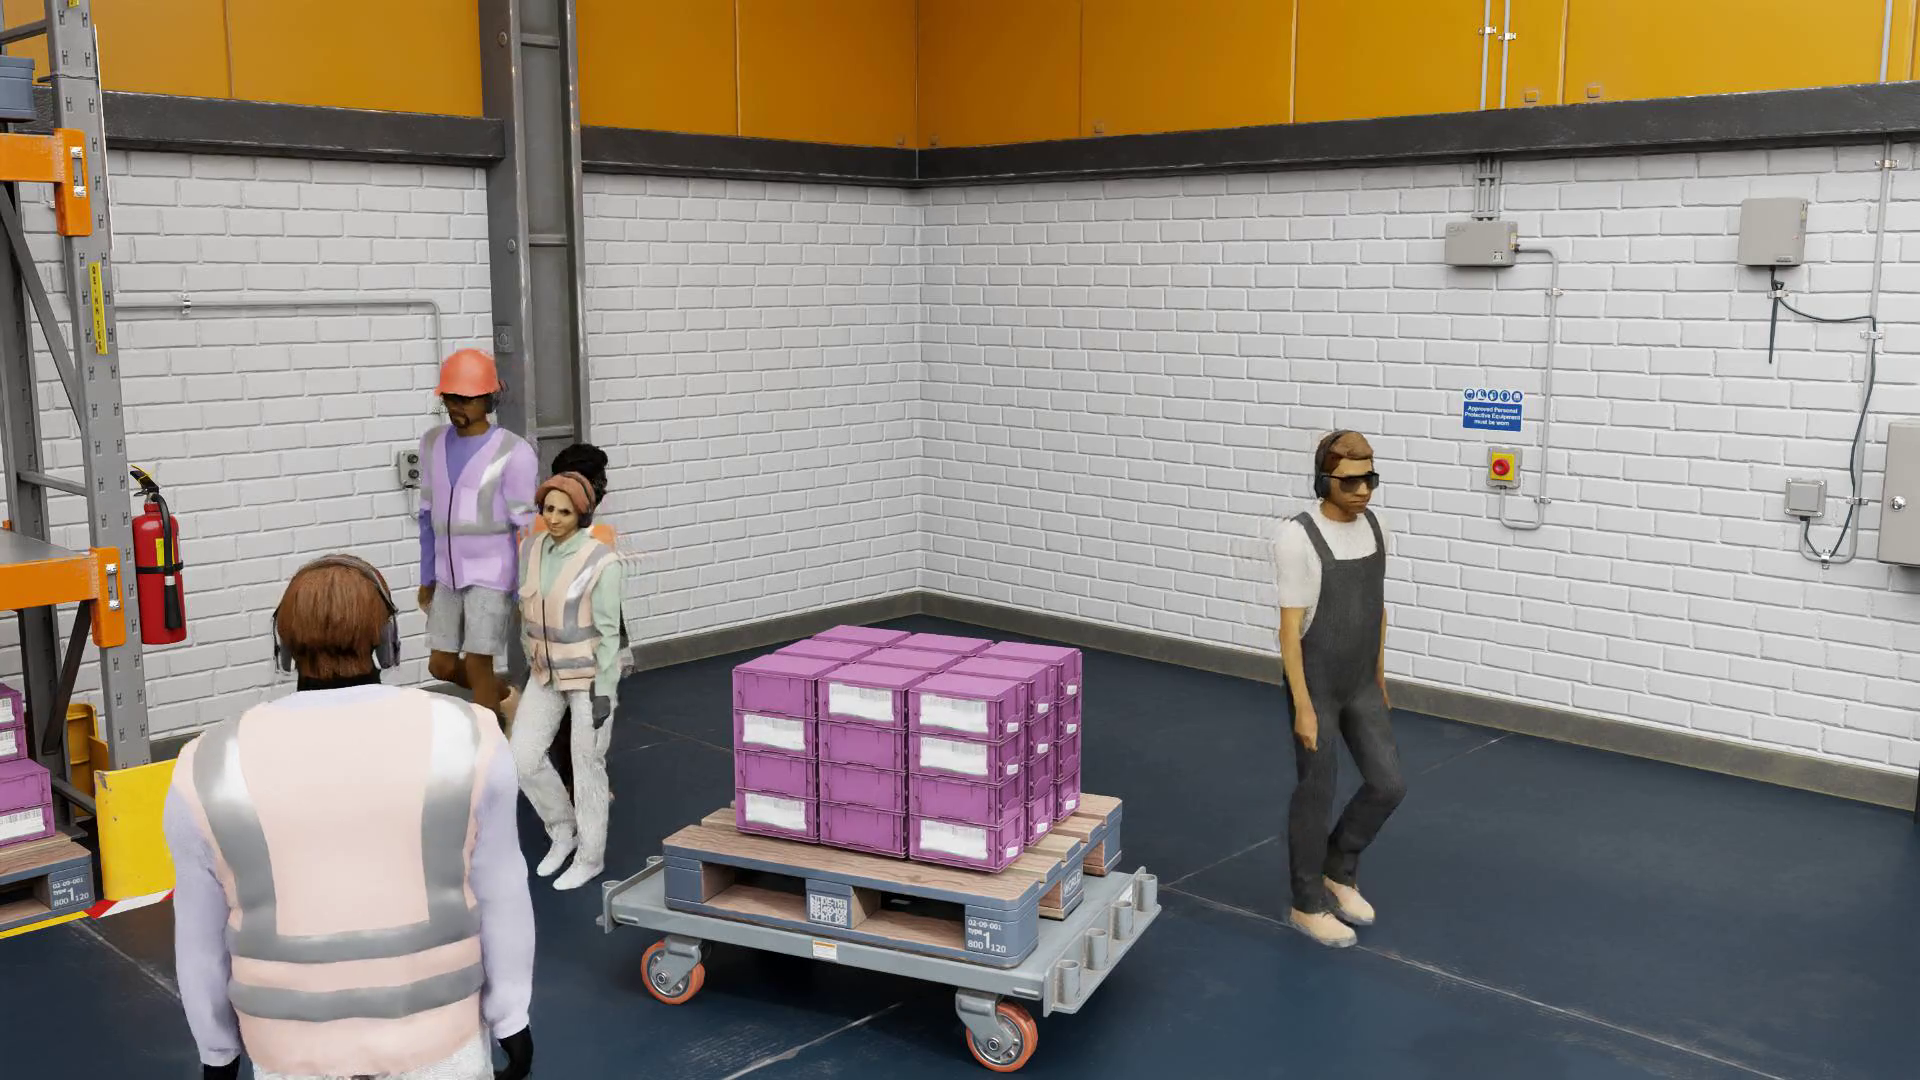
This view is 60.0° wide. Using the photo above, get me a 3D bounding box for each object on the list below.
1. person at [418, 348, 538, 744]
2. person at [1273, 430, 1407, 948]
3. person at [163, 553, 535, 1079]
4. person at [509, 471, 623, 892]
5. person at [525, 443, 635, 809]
[{"bbox_3d":[-2.116,0.148,7.432,0.626,2.026,0.628,5,10,27],"label":"person"},{"bbox_3d":[1.312,0.523,5.767,0.536,1.824,0.409,-6,11,-31],"label":"person"},{"bbox_3d":[-1.154,0.934,3.220,0.651,1.831,0.448,-3,10,-16],"label":"person"},{"bbox_3d":[-1.472,0.541,6.257,0.543,1.615,0.380,6,11,32],"label":"person"},{"bbox_3d":[-1.580,0.418,6.913,0.583,1.664,0.536,8,12,40],"label":"person"}]
